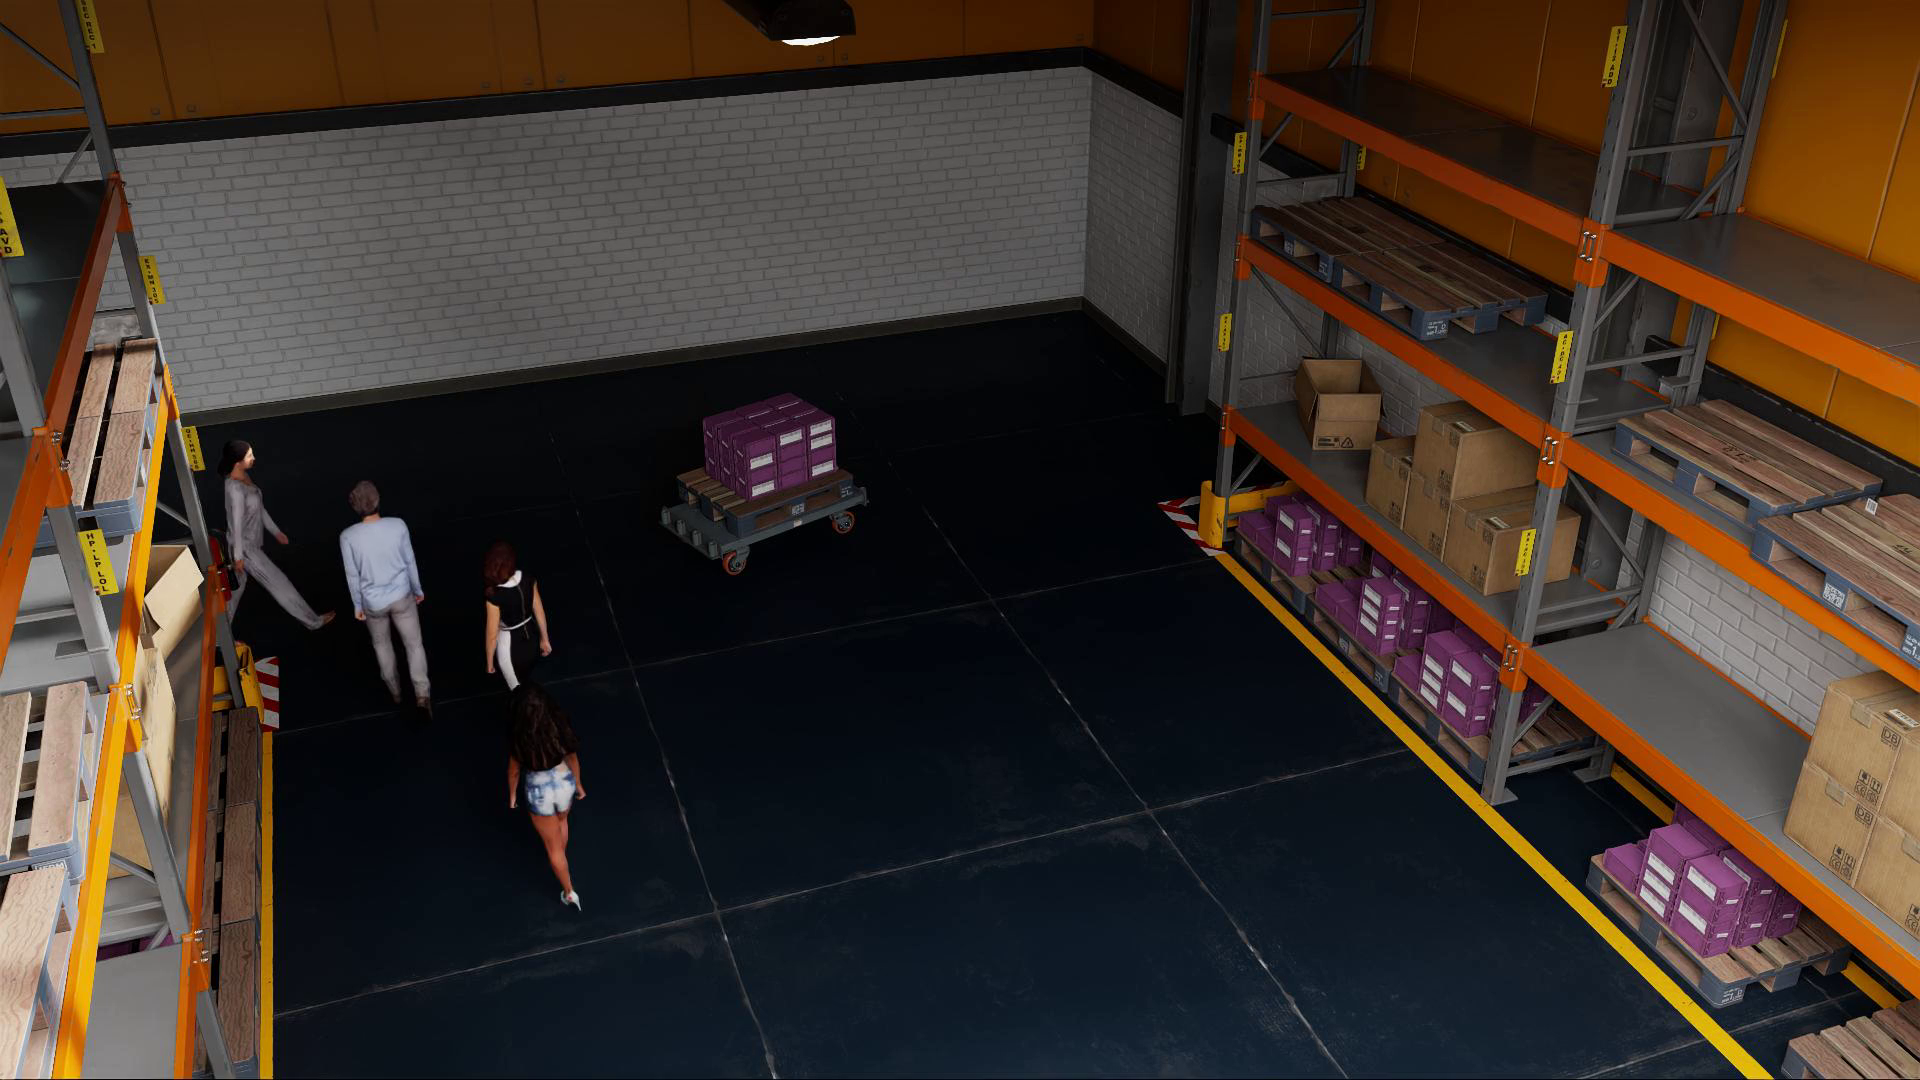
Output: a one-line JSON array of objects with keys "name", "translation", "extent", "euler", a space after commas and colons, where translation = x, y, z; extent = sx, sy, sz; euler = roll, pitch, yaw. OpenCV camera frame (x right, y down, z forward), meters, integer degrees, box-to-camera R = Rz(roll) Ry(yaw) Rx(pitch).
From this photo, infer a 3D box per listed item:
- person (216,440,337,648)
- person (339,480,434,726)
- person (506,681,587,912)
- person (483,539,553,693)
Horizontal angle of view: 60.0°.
[{"name": "person", "translation": [-5.596, 0.087, 12.795], "extent": [0.682, 1.722, 1.100], "euler": [-11, 31, -20]}, {"name": "person", "translation": [-4.088, 0.478, 11.923], "extent": [0.720, 1.870, 1.144], "euler": [-13, 31, -22]}, {"name": "person", "translation": [-2.462, 1.609, 10.127], "extent": [0.718, 1.605, 0.840], "euler": [-21, 35, -33]}, {"name": "person", "translation": [-2.948, 0.820, 11.382], "extent": [0.778, 1.788, 0.730], "euler": [16, 33, 27]}]
